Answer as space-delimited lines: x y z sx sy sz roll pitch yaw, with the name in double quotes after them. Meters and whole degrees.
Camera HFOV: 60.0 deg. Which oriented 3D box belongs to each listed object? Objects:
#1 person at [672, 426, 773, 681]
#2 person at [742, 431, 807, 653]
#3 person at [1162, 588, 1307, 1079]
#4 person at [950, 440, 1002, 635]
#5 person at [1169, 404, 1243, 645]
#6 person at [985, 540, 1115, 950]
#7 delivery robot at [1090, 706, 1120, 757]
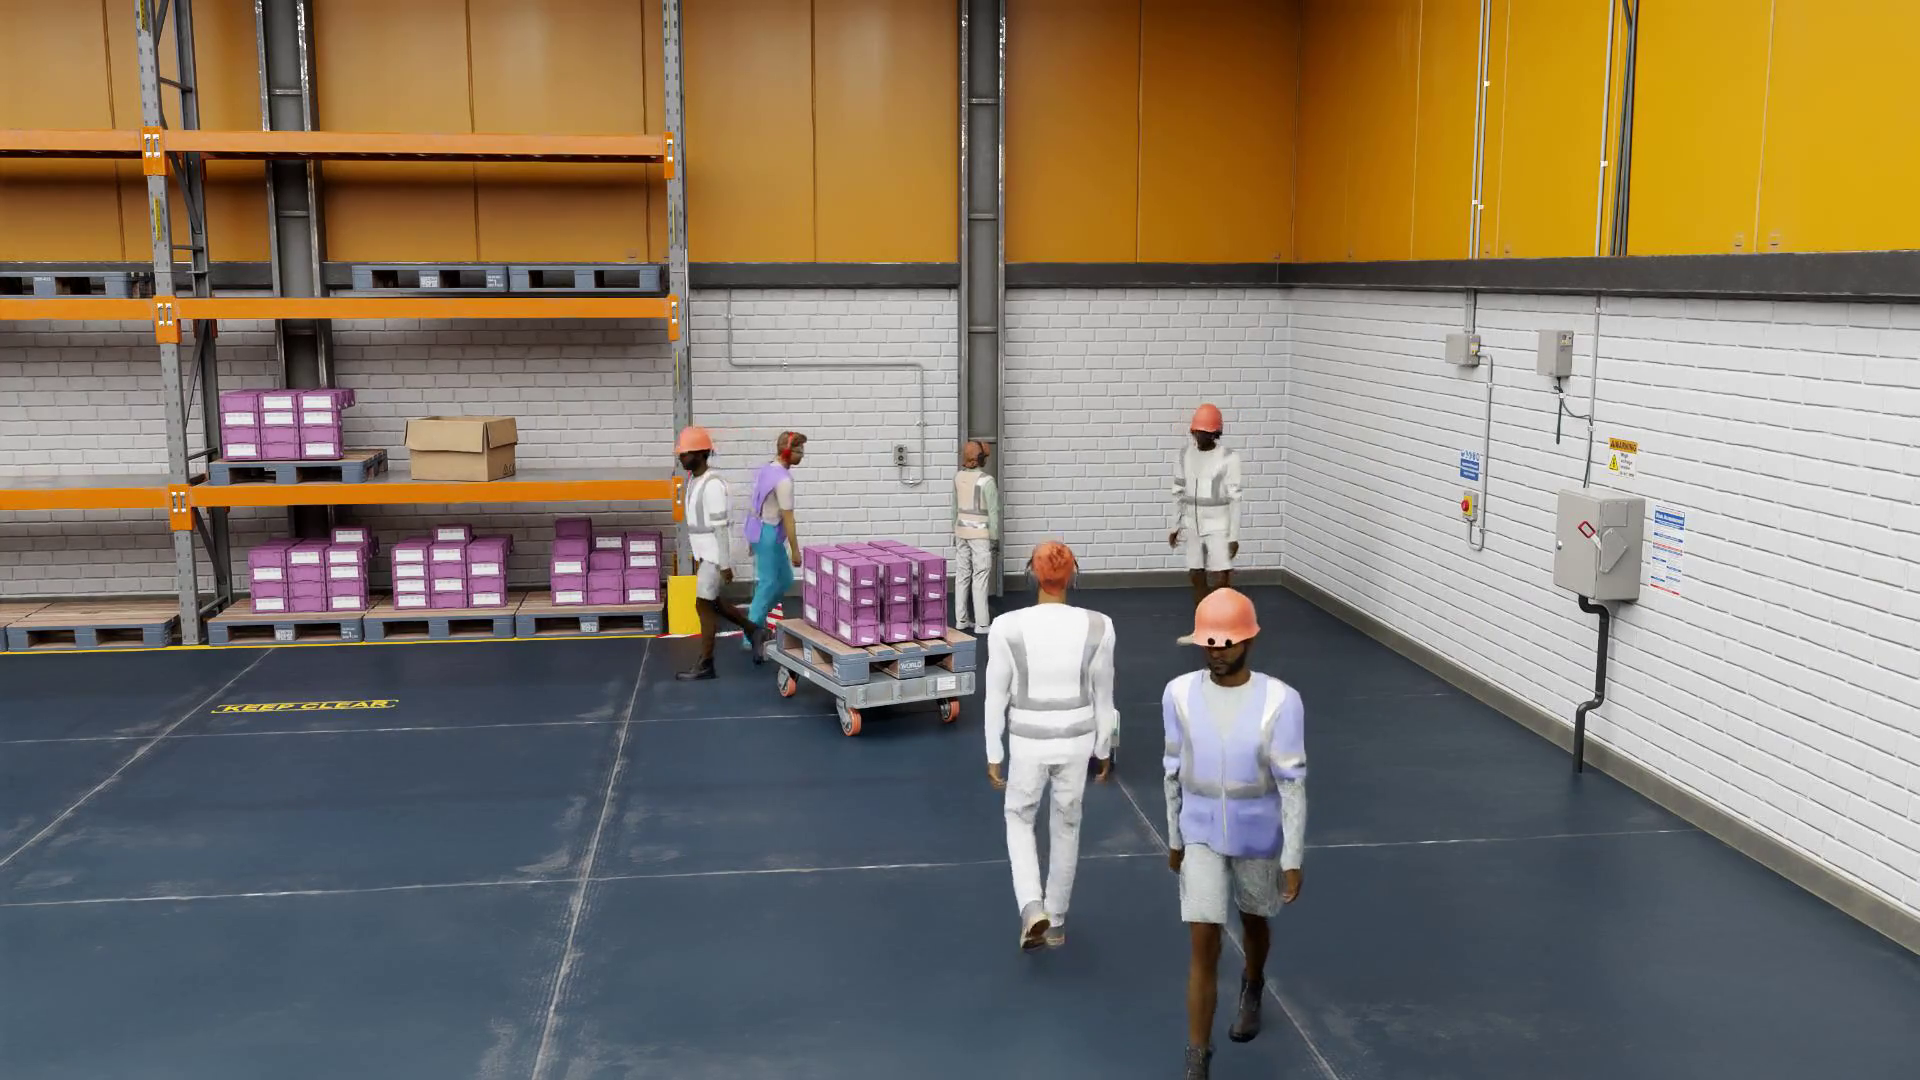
-1.765 0.091 12.462 0.757 1.917 0.560 -4 10 -25 "person"
-1.488 0.031 13.163 0.563 1.801 0.584 -2 9 -11 "person"
1.026 1.101 6.269 0.562 1.889 1.024 3 10 19 "person"
0.134 -0.018 13.994 0.334 1.638 0.537 -9 13 -43 "person"
1.964 -0.090 13.314 0.670 2.009 0.499 9 13 44 "person"
0.402 0.930 7.354 0.583 1.869 0.552 -1 9 -3 "person"
0.693 1.079 10.217 0.477 0.478 0.707 -4 10 -22 "delivery robot"
